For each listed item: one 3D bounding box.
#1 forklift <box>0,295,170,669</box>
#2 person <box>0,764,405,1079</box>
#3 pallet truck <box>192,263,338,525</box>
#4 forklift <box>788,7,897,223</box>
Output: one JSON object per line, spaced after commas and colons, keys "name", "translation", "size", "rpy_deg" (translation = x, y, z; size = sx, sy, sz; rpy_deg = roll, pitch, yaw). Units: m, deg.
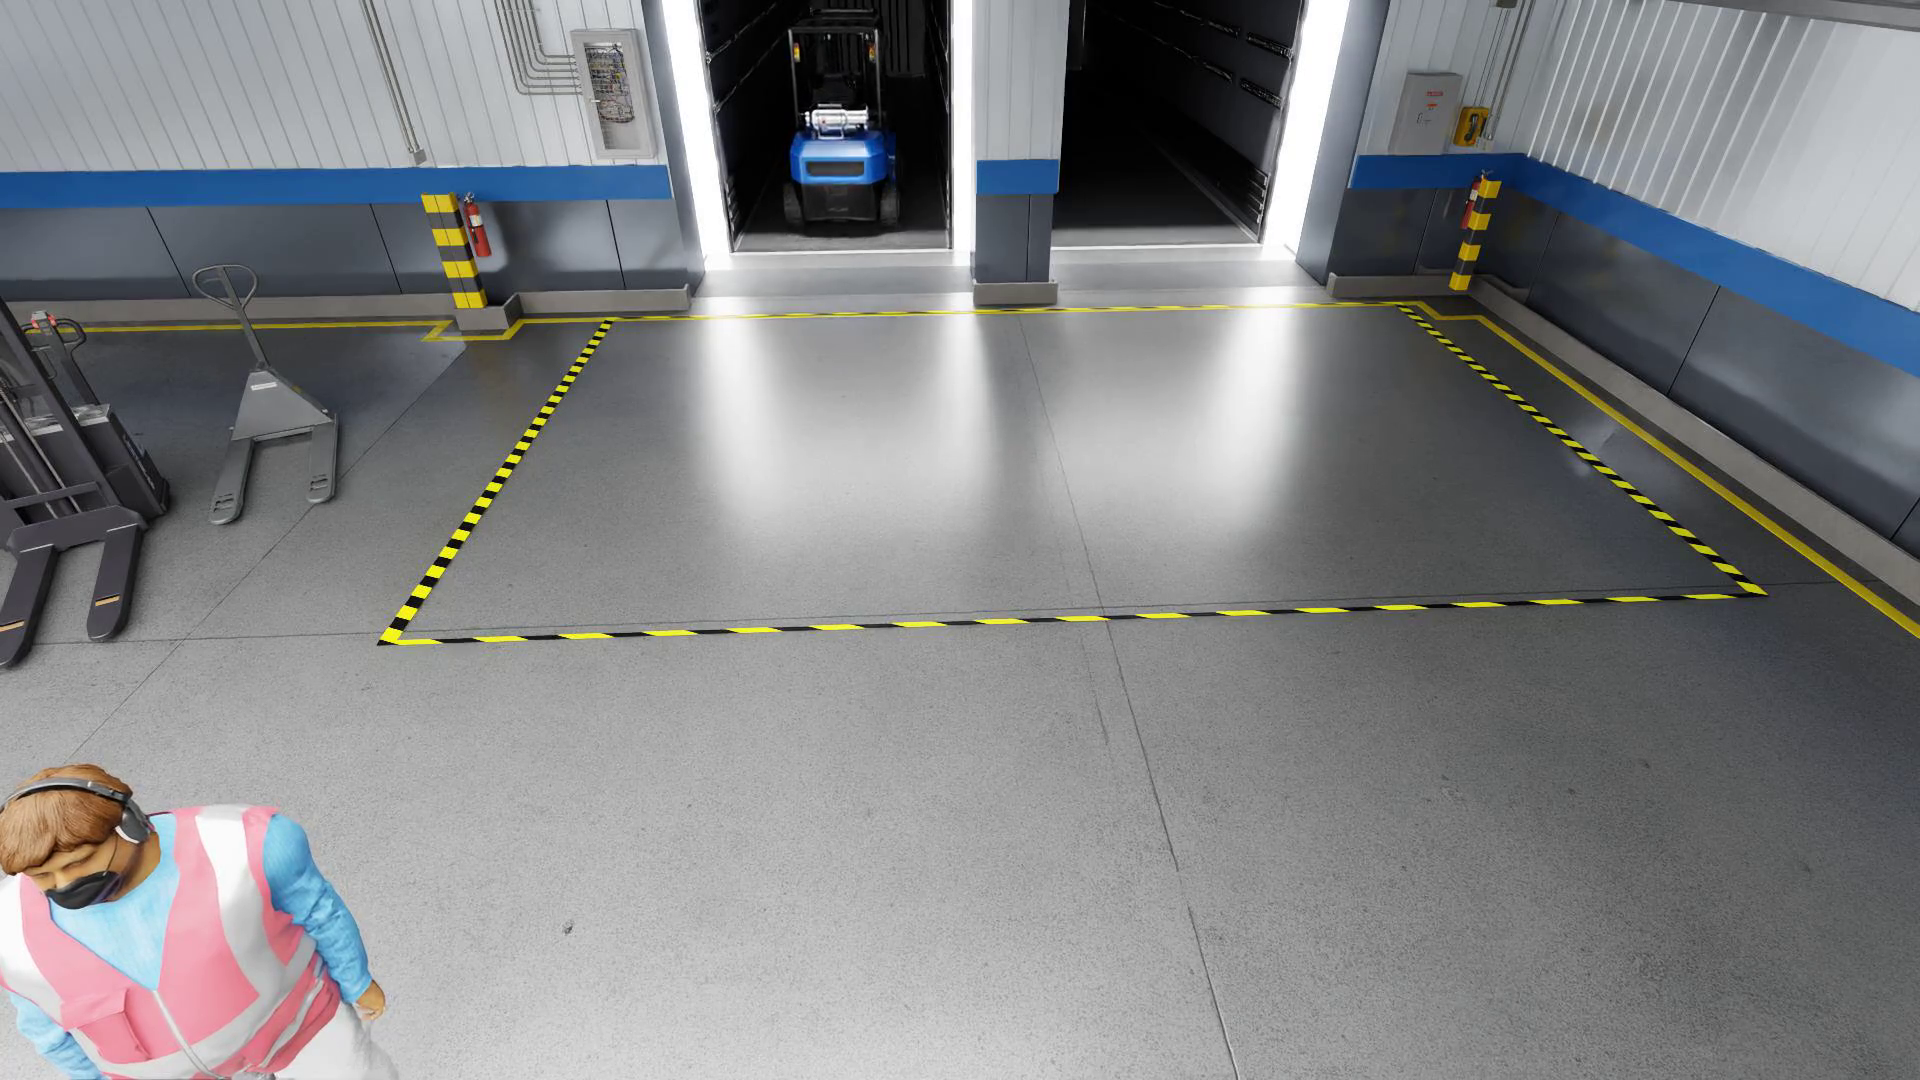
{"name": "forklift", "translation": [-5.212, -0.618, 4.878], "size": [0.823, 1.965, 1.885], "rpy_deg": [-20, 39, -26]}
{"name": "person", "translation": [-1.828, 1.248, 2.331], "size": [0.621, 1.844, 0.430], "rpy_deg": [-20, 40, -26]}
{"name": "pallet truck", "translation": [-4.778, -1.027, 6.128], "size": [0.680, 1.201, 1.601], "rpy_deg": [-17, 38, -23]}
{"name": "forklift", "translation": [-1.418, -5.270, 11.243], "size": [1.157, 2.036, 2.680], "rpy_deg": [0, 35, 0]}
